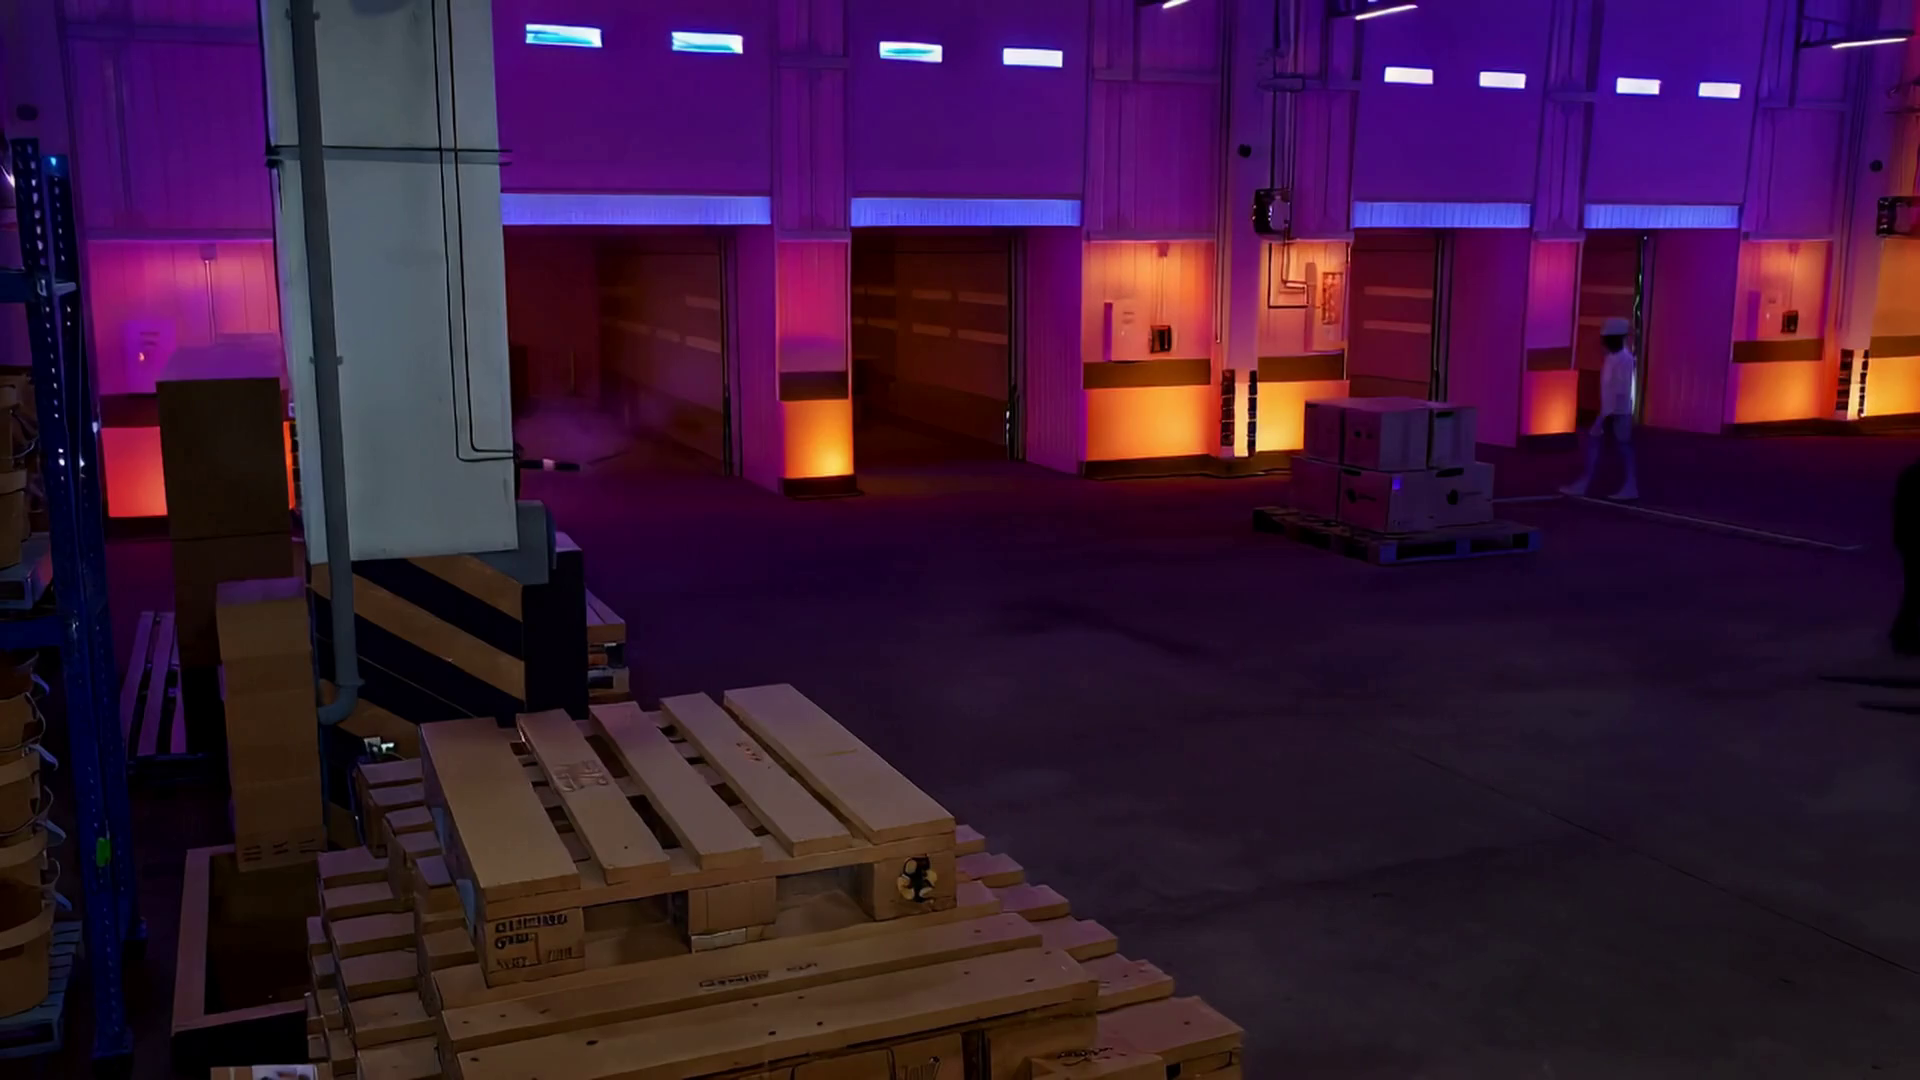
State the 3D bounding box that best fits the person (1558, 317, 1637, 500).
[{"bbox_3d":[6.710,-1.356,17.329,0.884,1.899,0.557,0,10,0],"label":"person"}]
